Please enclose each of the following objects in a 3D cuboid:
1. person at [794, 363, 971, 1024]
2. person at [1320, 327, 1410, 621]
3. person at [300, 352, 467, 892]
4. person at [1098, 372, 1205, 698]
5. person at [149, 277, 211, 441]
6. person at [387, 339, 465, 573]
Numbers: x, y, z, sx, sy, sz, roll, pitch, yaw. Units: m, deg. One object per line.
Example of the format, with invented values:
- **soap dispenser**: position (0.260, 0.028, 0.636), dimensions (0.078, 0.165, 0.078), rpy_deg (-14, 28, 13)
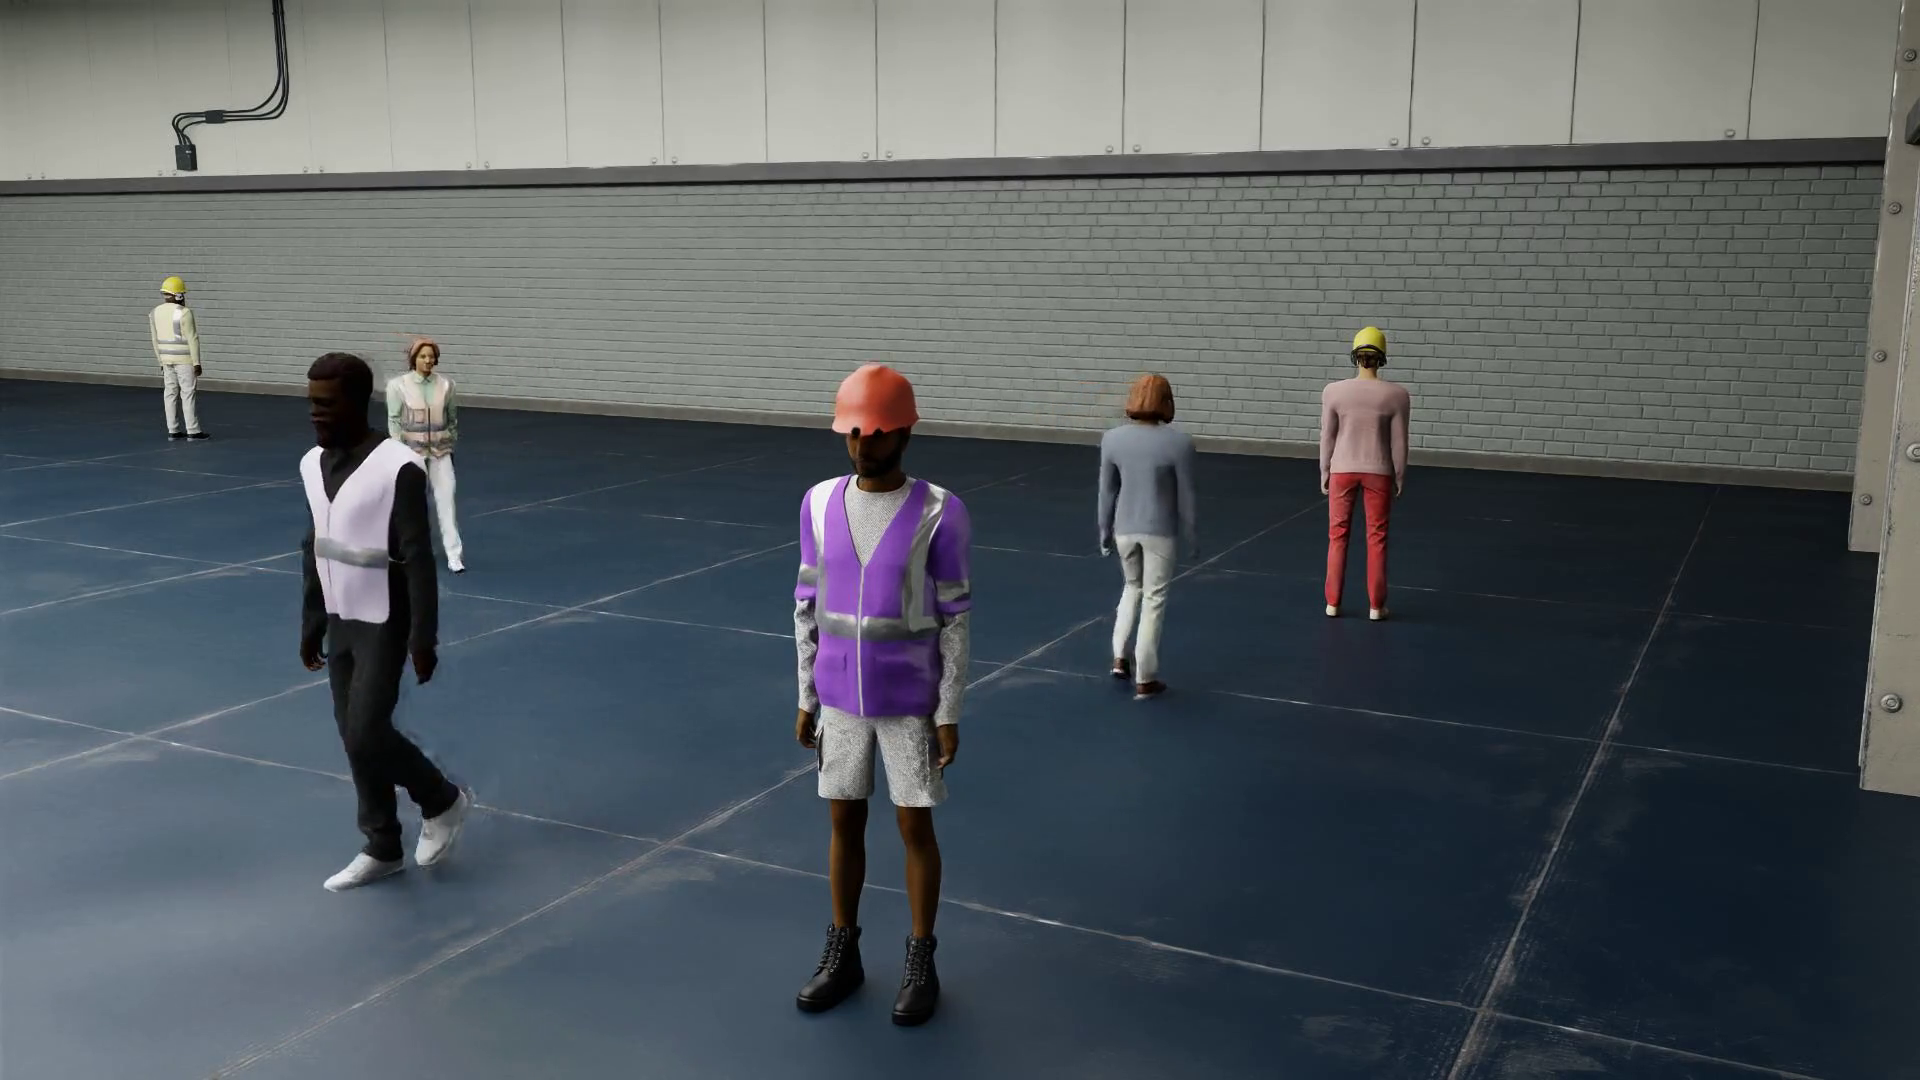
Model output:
- **person**: position (-0.241, 0.452, 4.862), dimensions (0.542, 1.938, 0.358), rpy_deg (3, 11, 18)
- **person**: position (2.412, -0.394, 9.968), dimensions (0.518, 1.757, 0.340), rpy_deg (3, 11, 16)
- **person**: position (-2.073, 0.291, 5.838), dimensions (0.616, 1.902, 0.454), rpy_deg (7, 13, 35)
- **person**: position (0.944, -0.019, 8.312), dimensions (0.517, 1.622, 0.394), rpy_deg (7, 13, 34)
- **person**: position (-8.722, -2.015, 18.599), dimensions (0.590, 1.833, 0.404), rpy_deg (4, 11, 19)
- **person**: position (-3.710, -0.592, 11.494), dimensions (0.513, 1.602, 0.846), rpy_deg (-7, 13, -34)
